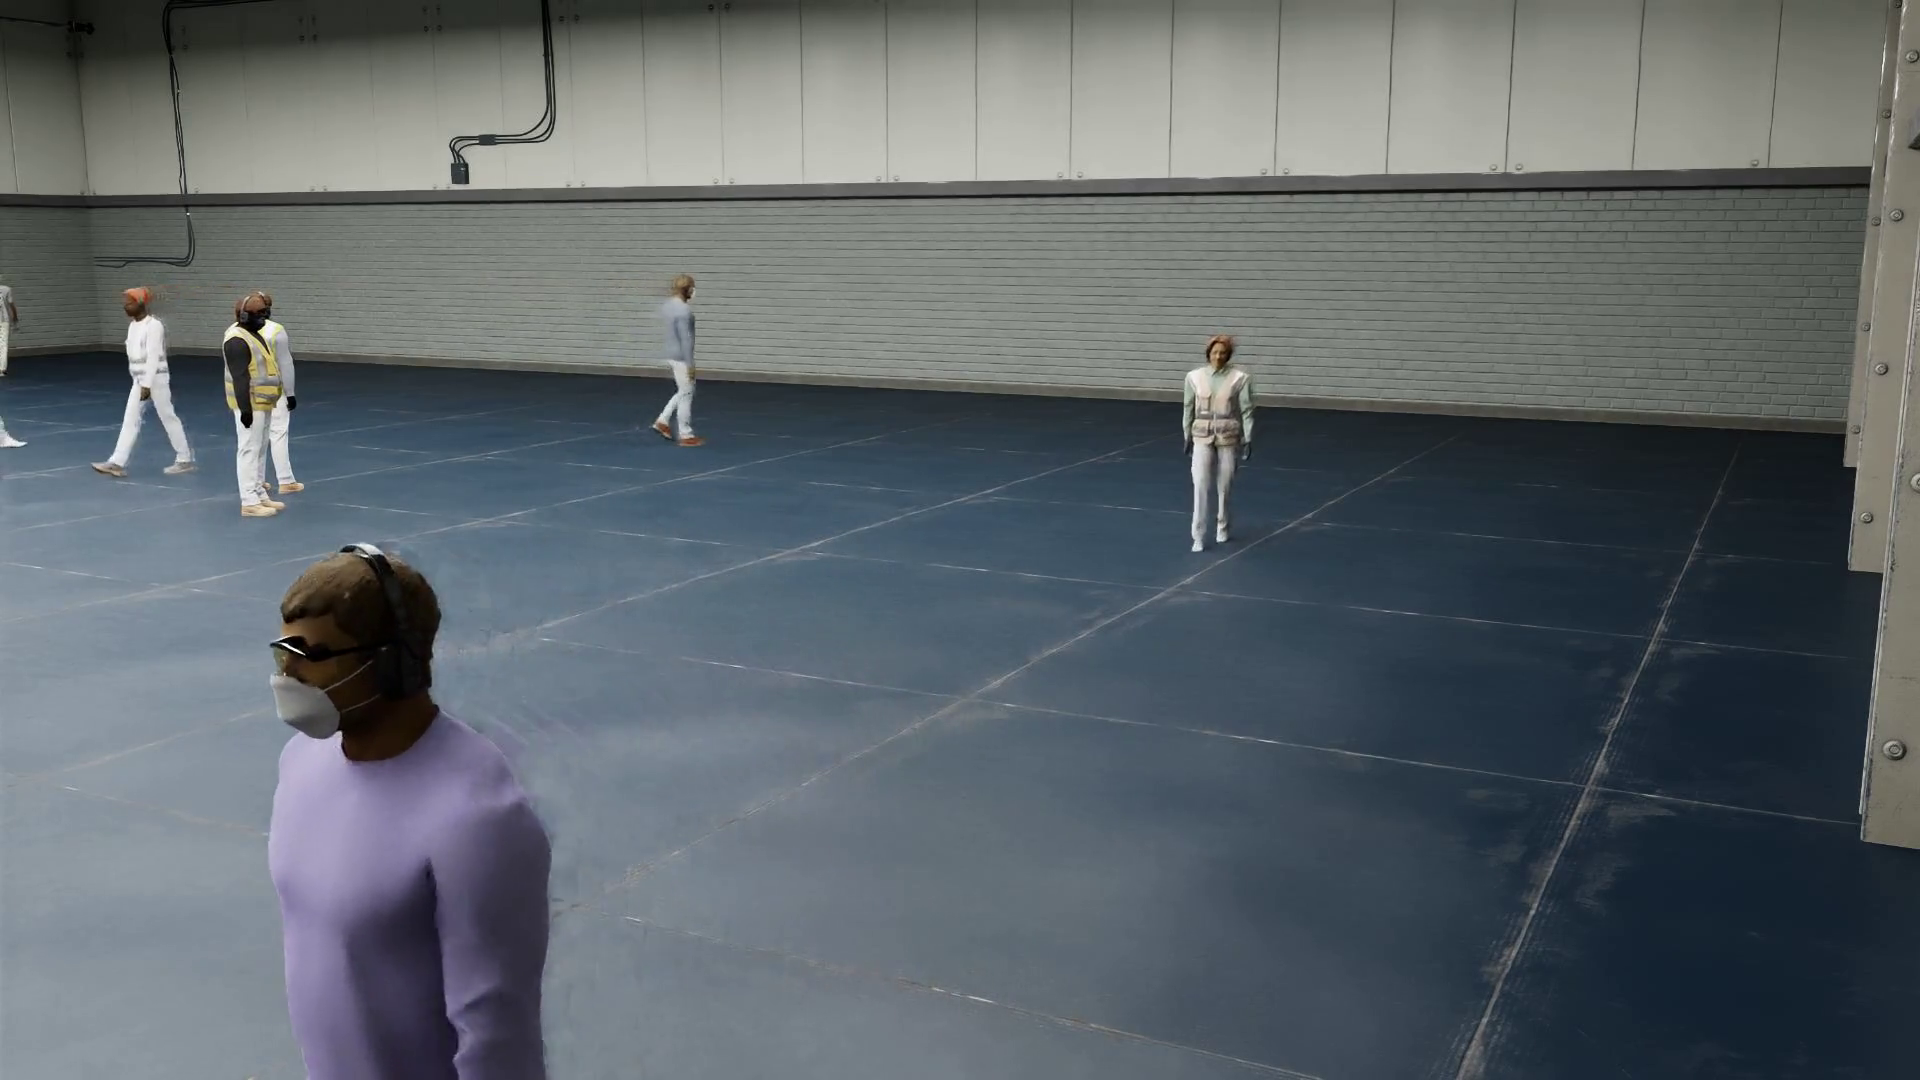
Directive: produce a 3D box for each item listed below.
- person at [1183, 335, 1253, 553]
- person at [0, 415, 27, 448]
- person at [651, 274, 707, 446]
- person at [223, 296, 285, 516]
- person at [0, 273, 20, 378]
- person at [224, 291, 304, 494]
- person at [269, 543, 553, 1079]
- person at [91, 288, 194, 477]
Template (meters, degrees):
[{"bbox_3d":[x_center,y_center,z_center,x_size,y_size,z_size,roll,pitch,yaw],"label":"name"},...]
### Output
[{"bbox_3d":[1.942,-0.728,12.567,0.532,1.622,0.730,2,11,13],"label":"person"},{"bbox_3d":[-10.933,-1.914,18.242,1.001,1.883,0.582,-2,11,-13],"label":"person"},{"bbox_3d":[-3.137,-1.992,18.522,0.490,1.929,0.644,-4,11,-20],"label":"person"},{"bbox_3d":[-5.943,-1.126,14.032,0.429,1.840,0.630,-1,10,-8],"label":"person"},{"bbox_3d":[-15.981,-3.616,27.671,0.513,1.827,0.976,-3,11,-14],"label":"person"},{"bbox_3d":[-6.338,-1.337,15.180,0.619,1.845,0.430,2,11,10],"label":"person"},{"bbox_3d":[-0.818,0.925,2.687,0.640,1.908,0.959,9,14,40],"label":"person"},{"bbox_3d":[-7.974,-1.521,16.178,0.599,1.833,0.964,8,13,37],"label":"person"}]
